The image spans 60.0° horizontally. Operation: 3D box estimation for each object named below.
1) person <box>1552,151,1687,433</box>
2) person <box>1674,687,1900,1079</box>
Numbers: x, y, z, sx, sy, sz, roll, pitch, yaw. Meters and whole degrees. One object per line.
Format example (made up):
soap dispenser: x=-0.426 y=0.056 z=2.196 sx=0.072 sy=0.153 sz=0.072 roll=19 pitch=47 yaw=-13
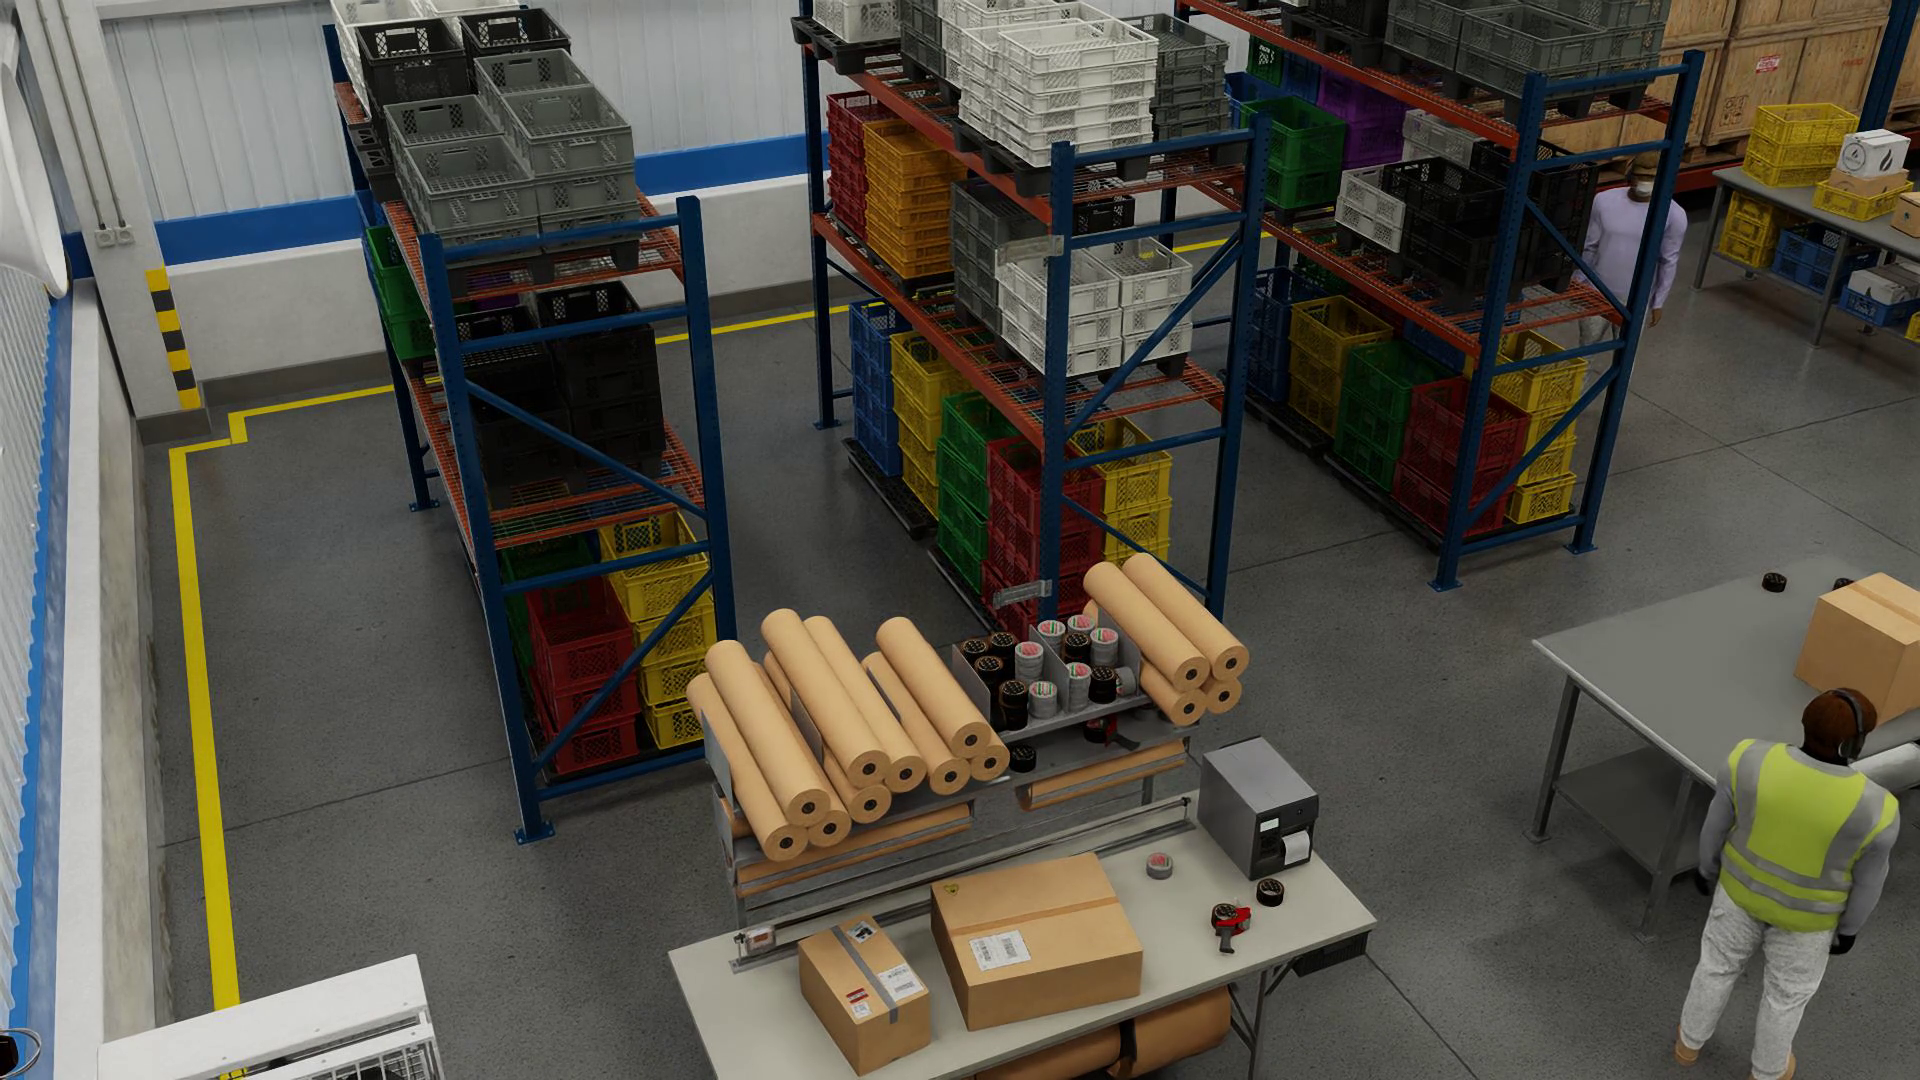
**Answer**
person: x=4.360 y=-1.635 z=11.021 sx=0.636 sy=1.939 sz=0.364 roll=18 pitch=36 yaw=26
person: x=3.101 y=1.334 z=6.294 sx=0.624 sy=1.841 sz=0.430 roll=25 pitch=40 yaw=35
